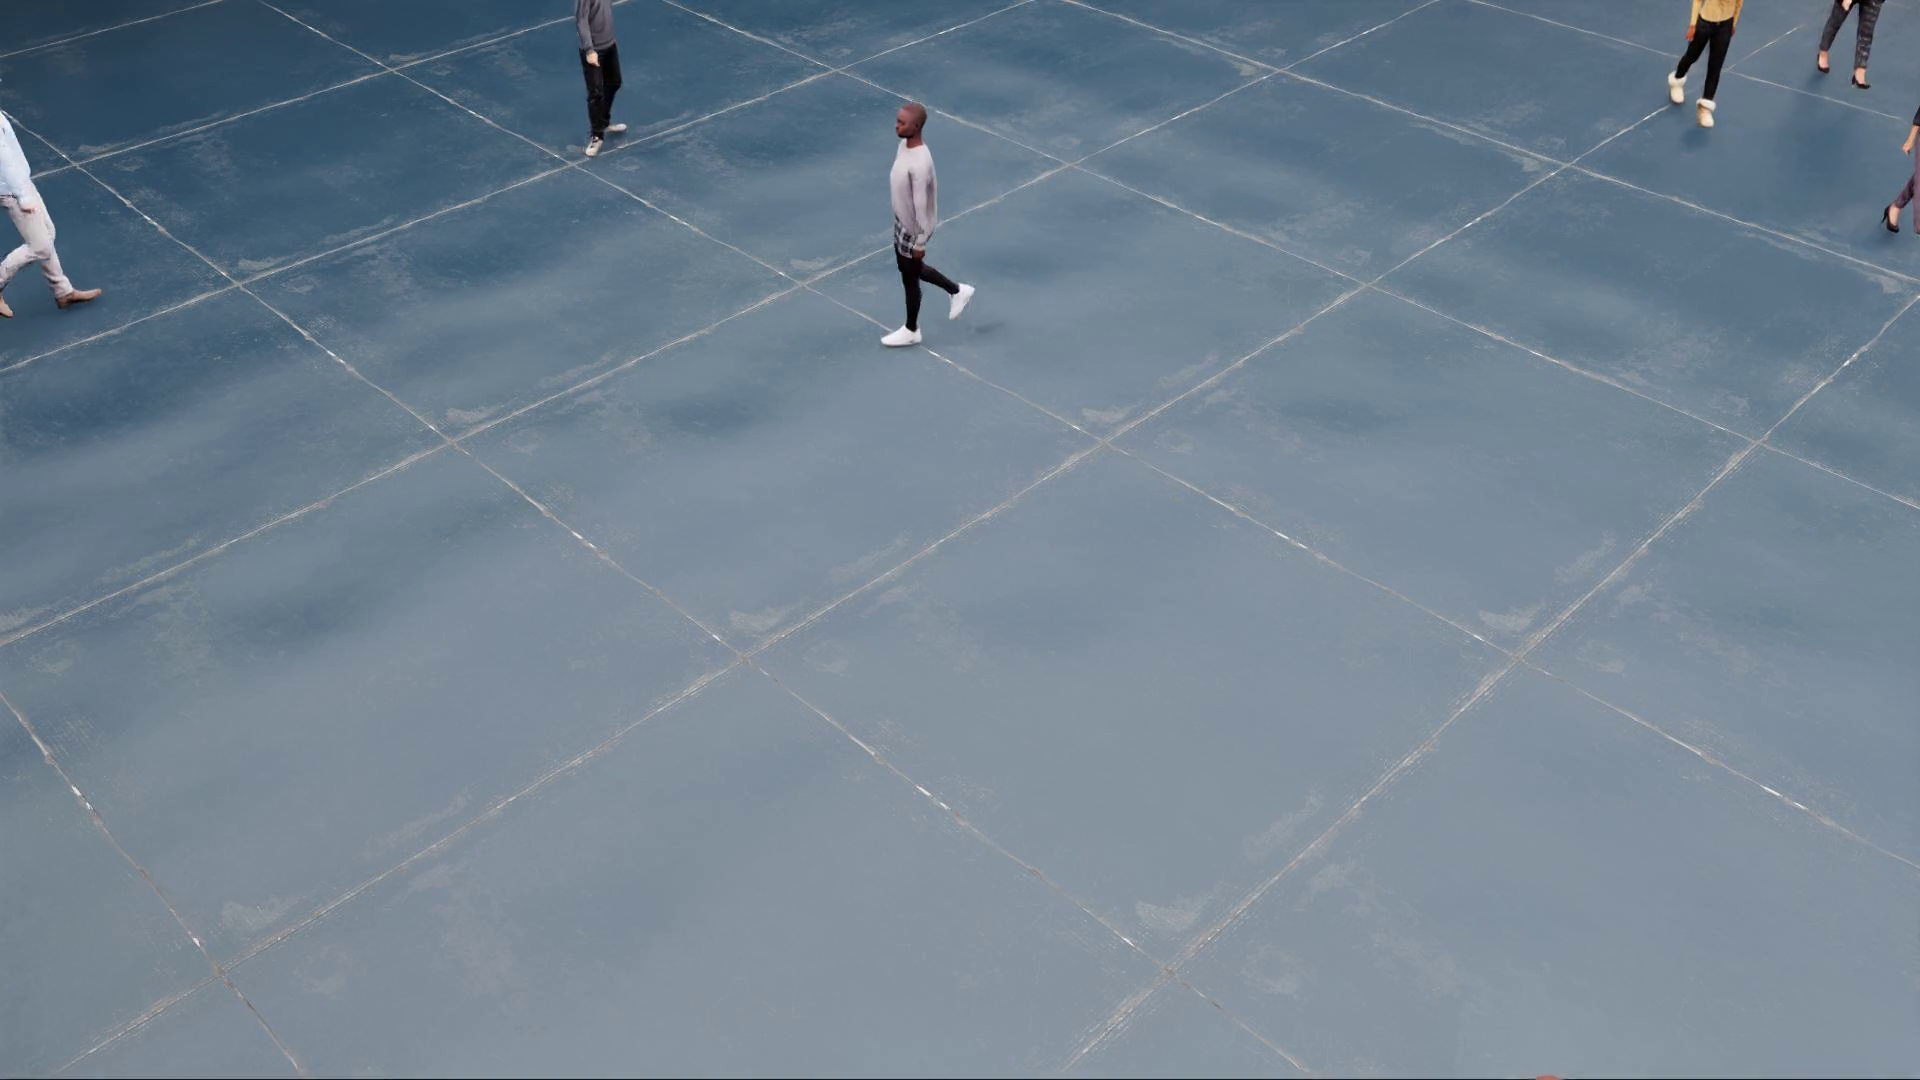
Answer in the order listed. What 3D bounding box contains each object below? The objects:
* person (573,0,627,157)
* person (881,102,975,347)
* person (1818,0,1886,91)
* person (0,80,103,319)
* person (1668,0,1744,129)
[{"bbox_3d":[-3.097,-4.168,14.010,0.910,1.740,0.667,19,41,24],"label":"person"},{"bbox_3d":[-0.226,-2.139,11.324,1.045,1.762,0.887,-11,39,-14],"label":"person"},{"bbox_3d":[8.168,-5.012,15.179,1.124,1.670,1.144,-3,37,-4],"label":"person"},{"bbox_3d":[-6.664,-2.399,11.571,1.093,1.877,0.867,-17,40,-21],"label":"person"},{"bbox_3d":[6.571,-4.544,14.604,1.071,1.620,1.170,2,37,3],"label":"person"}]
